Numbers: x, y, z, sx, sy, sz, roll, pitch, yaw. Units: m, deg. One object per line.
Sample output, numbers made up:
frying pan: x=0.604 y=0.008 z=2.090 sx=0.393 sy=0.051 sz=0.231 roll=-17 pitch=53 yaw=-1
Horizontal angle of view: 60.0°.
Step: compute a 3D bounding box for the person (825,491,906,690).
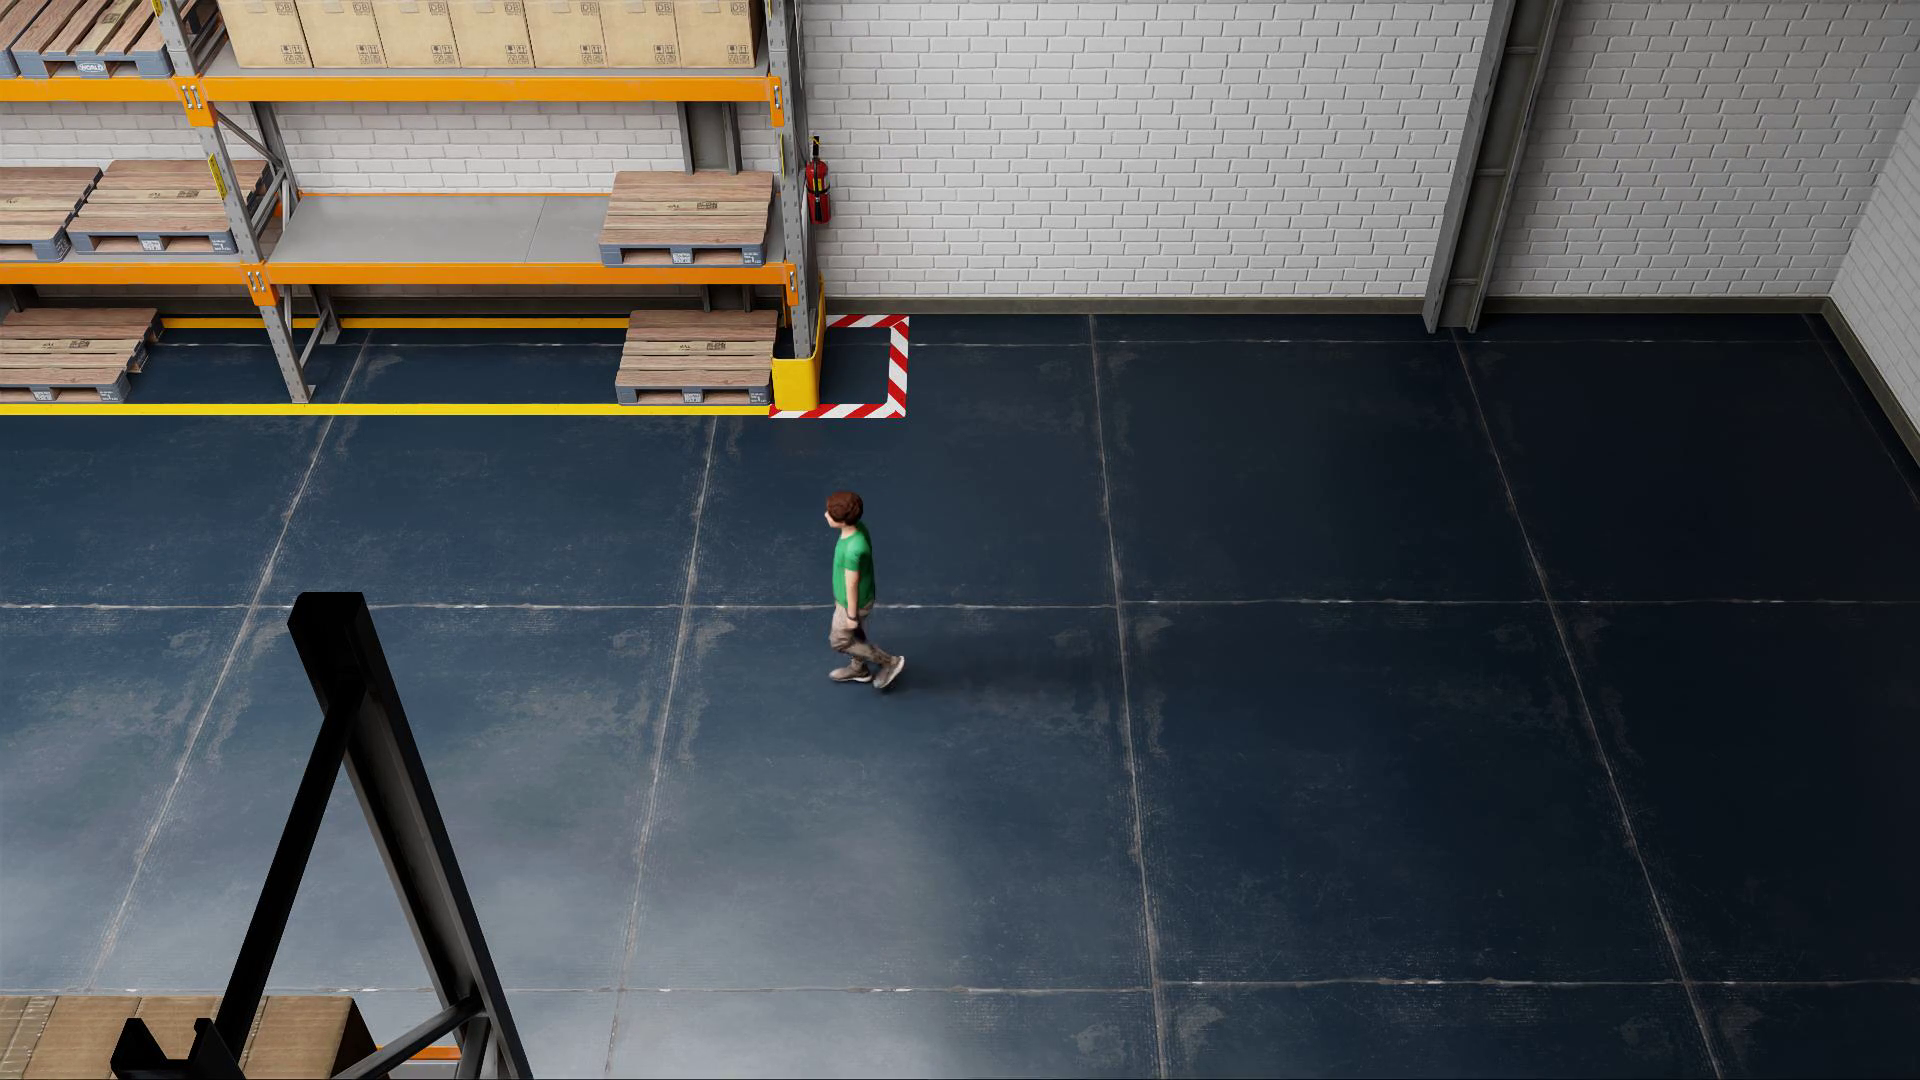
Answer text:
person: x=-0.586 y=0.348 z=10.445 sx=0.729 sy=1.638 sz=0.601 roll=-2 pitch=44 yaw=-2
